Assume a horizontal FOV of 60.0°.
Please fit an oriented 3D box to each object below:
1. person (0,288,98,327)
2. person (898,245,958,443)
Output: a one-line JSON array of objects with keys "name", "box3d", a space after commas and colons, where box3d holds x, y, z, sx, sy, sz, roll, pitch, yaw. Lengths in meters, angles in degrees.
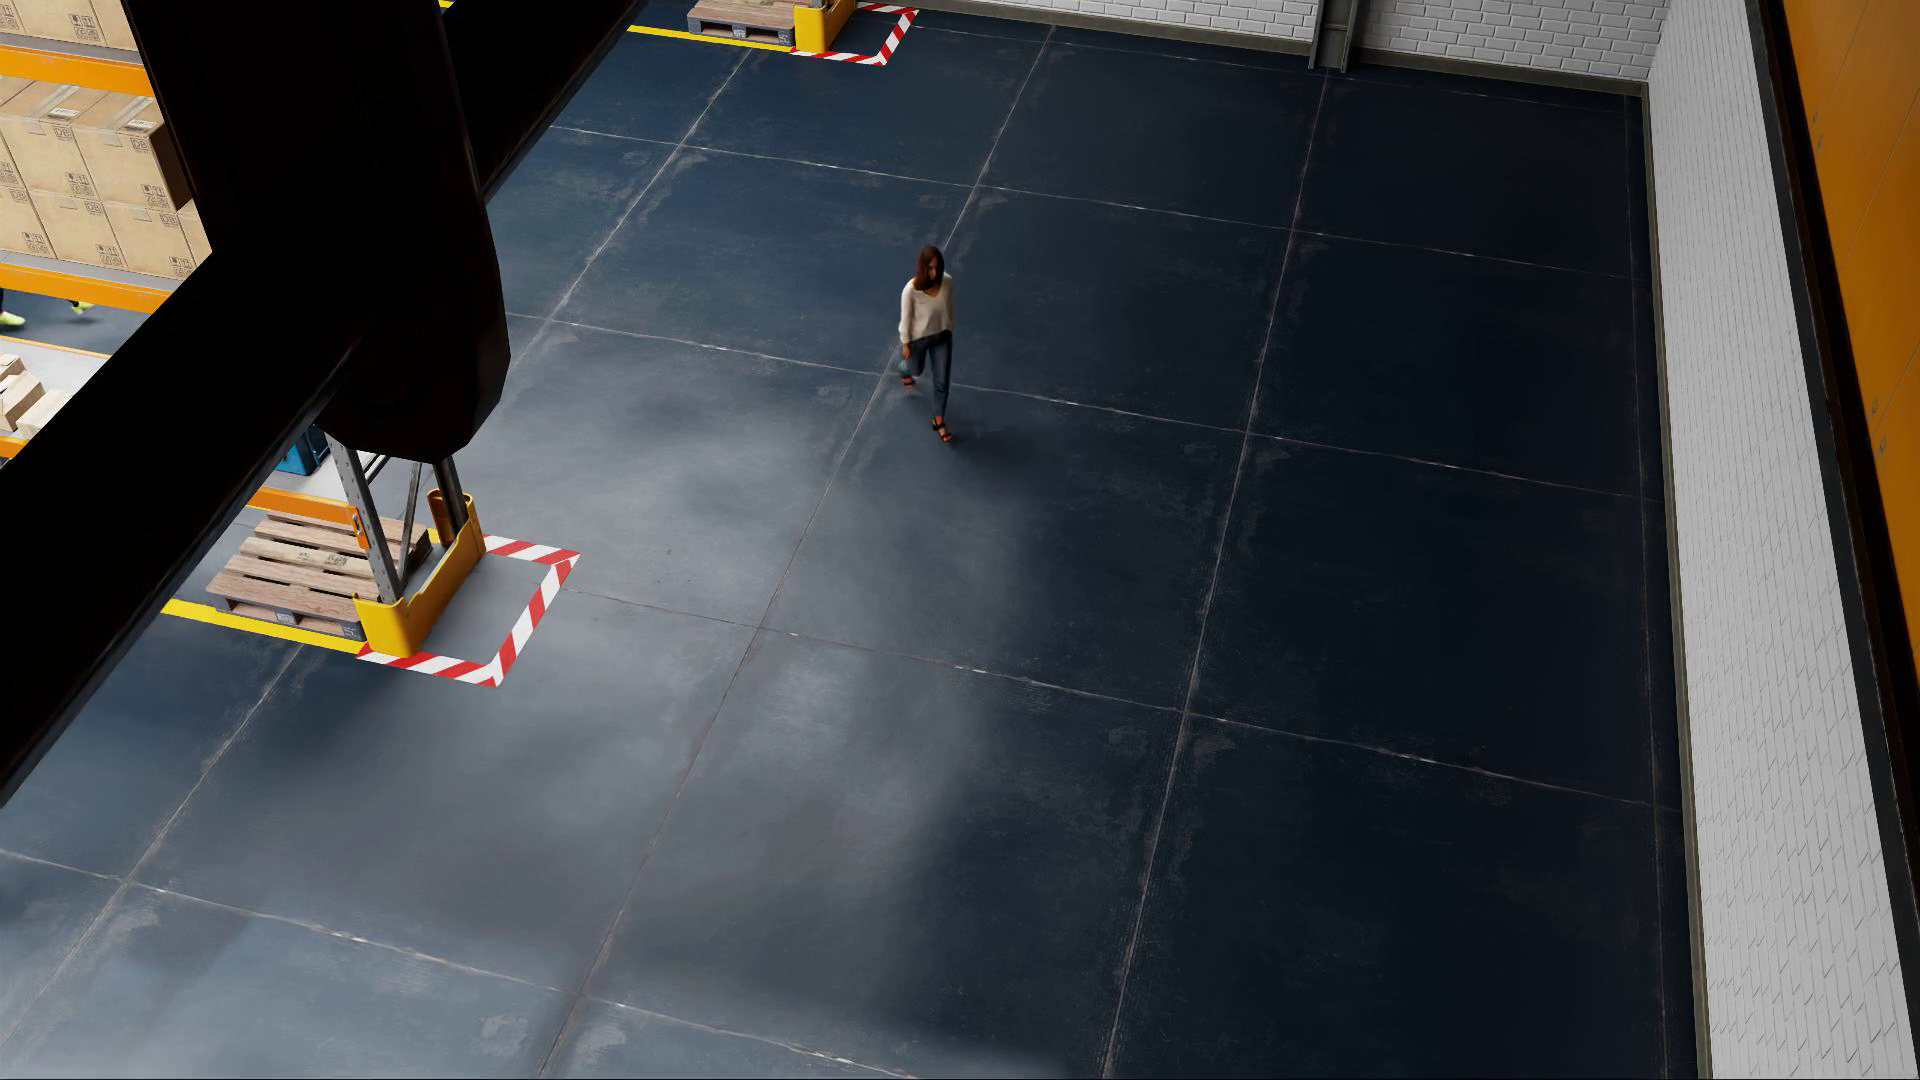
[{"name": "person", "box3d": [-7.938, -2.446, 13.609, 1.204, 1.701, 0.795, -1, 44, -1]}, {"name": "person", "box3d": [-0.282, -1.589, 12.750, 1.084, 1.647, 1.092, -17, 46, -17]}]
